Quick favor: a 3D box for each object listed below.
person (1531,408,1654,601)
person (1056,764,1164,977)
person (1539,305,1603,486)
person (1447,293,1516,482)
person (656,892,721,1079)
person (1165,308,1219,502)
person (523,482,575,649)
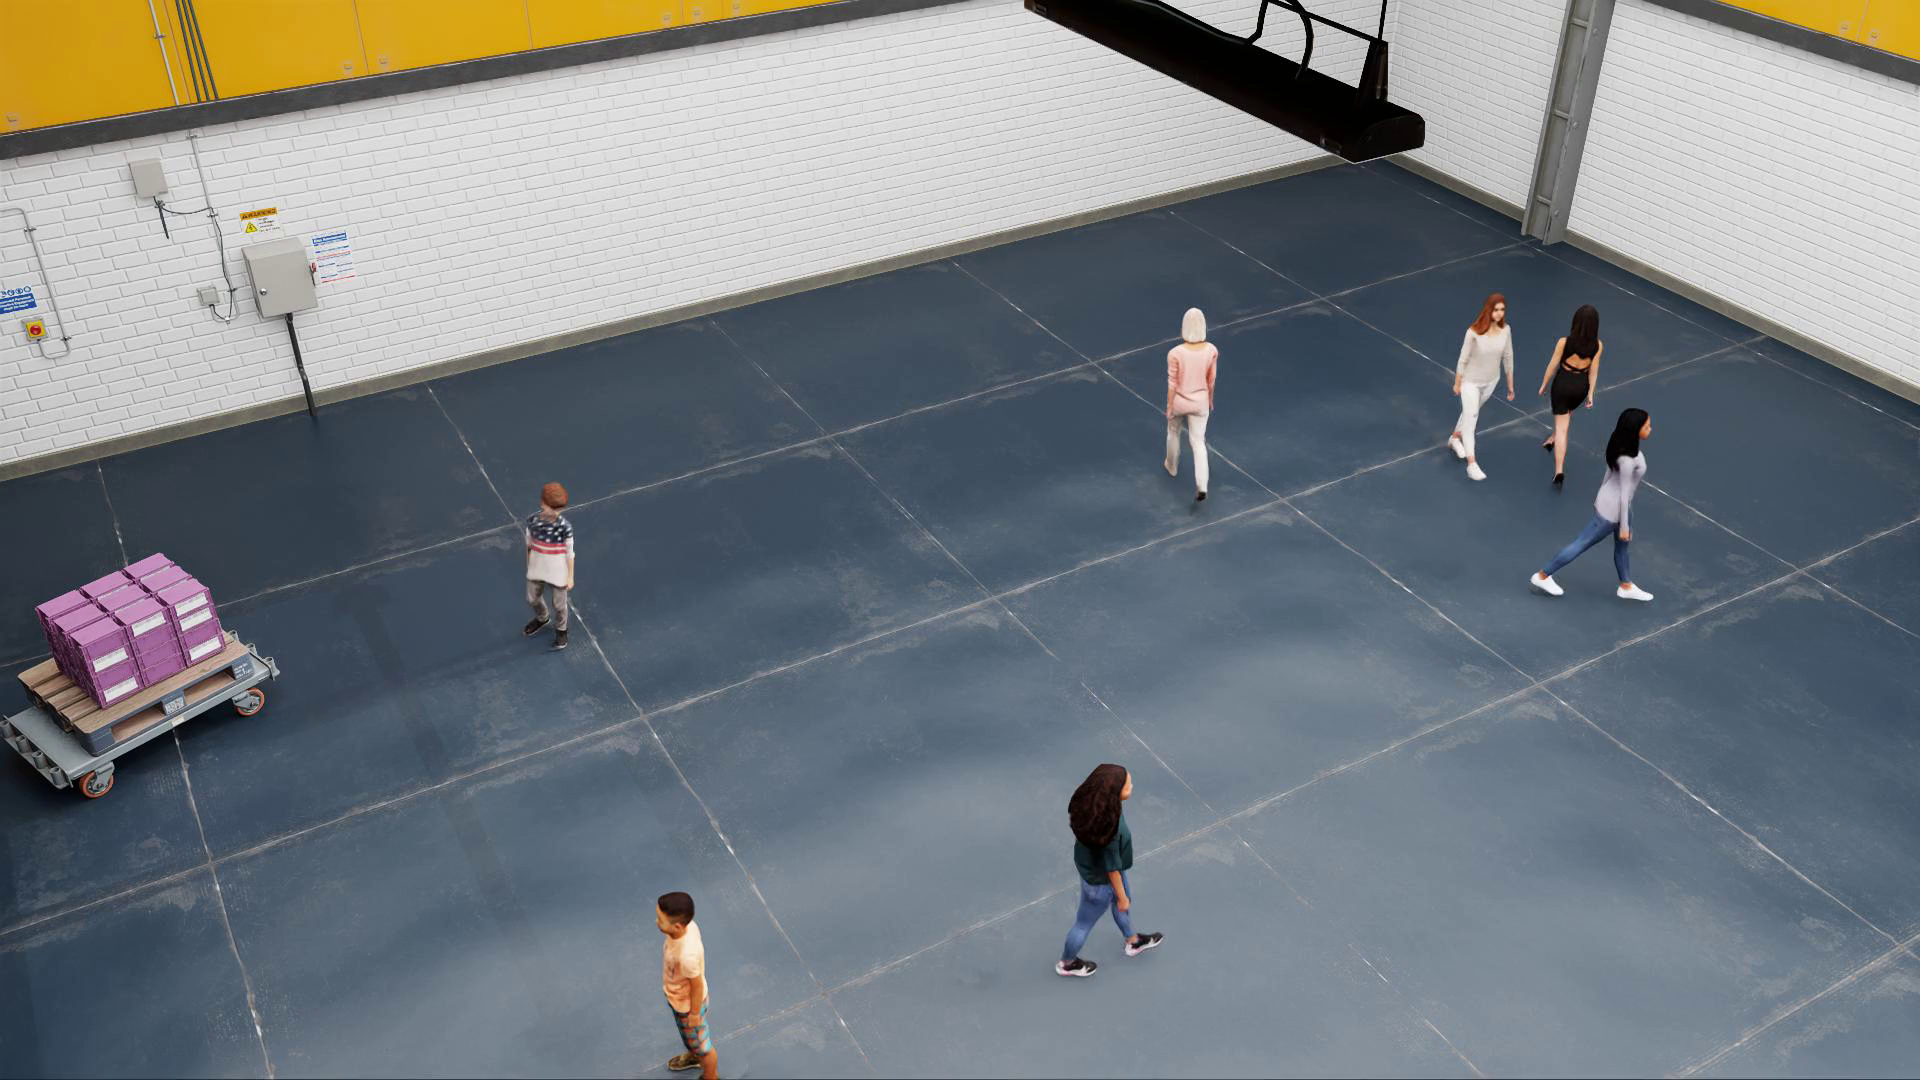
[{"bbox_3d":[4.954,-0.237,12.929,1.216,1.687,1.145,9,35,14],"label":"person"},{"bbox_3d":[0.736,1.962,9.708,0.864,1.592,0.943,-5,34,-7],"label":"person"},{"bbox_3d":[5.310,-1.221,14.486,0.963,1.604,1.112,4,34,5],"label":"person"},{"bbox_3d":[4.567,-1.443,14.756,0.810,1.674,1.123,-8,34,-12],"label":"person"},{"bbox_3d":[-1.480,2.466,9.068,0.614,1.461,0.451,-12,36,-18],"label":"person"},{"bbox_3d":[1.990,-1.137,14.275,0.861,1.697,1.166,-5,34,-8],"label":"person"},{"bbox_3d":[-3.113,0.185,12.546,0.738,1.409,0.788,15,36,21],"label":"person"}]
